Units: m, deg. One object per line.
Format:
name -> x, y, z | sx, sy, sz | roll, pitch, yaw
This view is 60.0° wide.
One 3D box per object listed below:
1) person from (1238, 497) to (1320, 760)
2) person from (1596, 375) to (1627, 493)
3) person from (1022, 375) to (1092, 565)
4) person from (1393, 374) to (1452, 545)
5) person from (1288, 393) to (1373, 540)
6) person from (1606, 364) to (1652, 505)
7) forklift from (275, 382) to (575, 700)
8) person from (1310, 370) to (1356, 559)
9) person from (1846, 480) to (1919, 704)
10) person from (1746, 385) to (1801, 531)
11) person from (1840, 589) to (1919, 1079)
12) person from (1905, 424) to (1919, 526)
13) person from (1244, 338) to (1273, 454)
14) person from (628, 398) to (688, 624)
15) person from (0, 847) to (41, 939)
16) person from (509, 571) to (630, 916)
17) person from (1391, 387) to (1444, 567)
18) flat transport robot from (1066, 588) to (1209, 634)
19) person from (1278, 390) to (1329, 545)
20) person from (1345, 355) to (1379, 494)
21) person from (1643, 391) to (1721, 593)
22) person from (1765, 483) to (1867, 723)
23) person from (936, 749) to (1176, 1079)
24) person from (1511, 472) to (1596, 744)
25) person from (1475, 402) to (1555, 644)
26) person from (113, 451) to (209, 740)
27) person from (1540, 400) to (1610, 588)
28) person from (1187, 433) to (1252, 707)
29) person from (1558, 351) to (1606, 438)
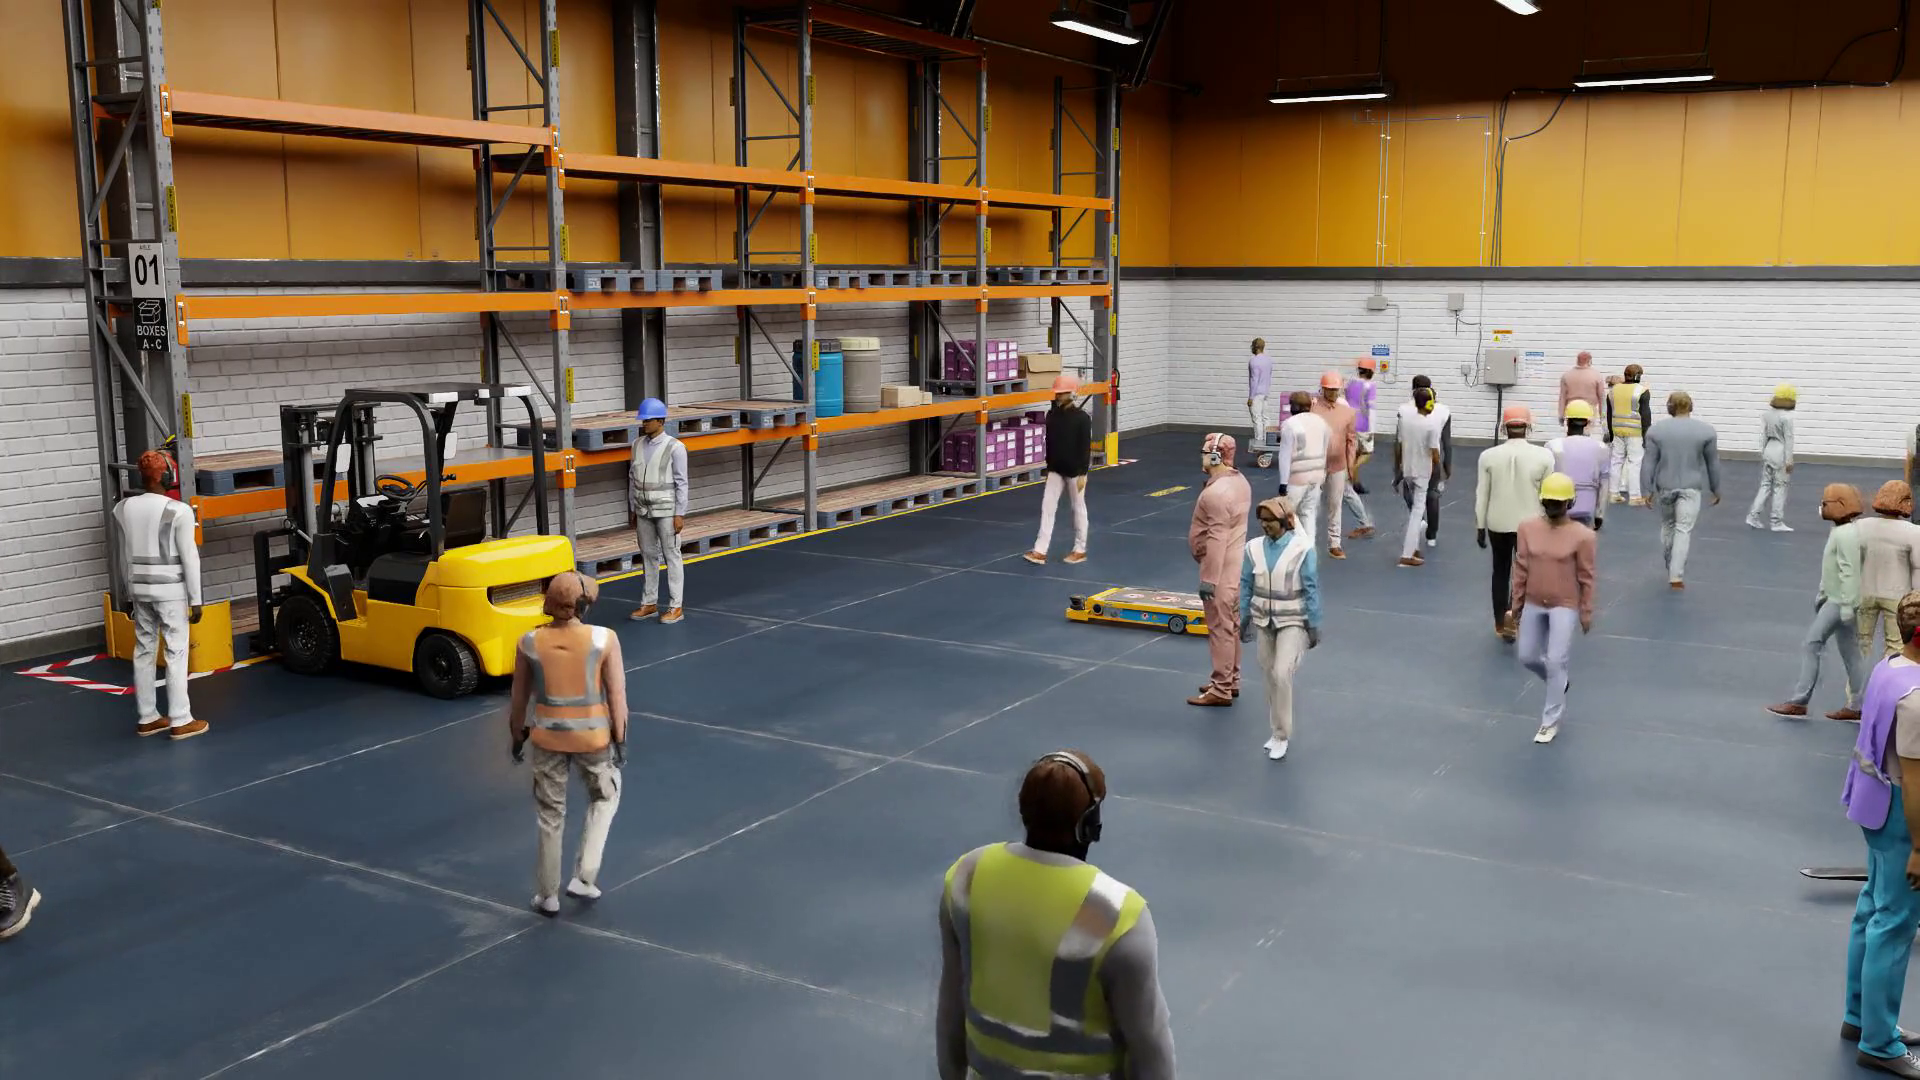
person -> 1.946, 0.547, 10.361 | 0.526, 1.613, 0.603 | 8, 12, 41
person -> 8.944, -1.469, 22.951 | 0.543, 1.608, 0.711 | -6, 11, -31
person -> 1.008, -0.698, 17.060 | 0.647, 1.960, 0.905 | 8, 12, 41
person -> 5.101, -0.861, 18.276 | 0.632, 1.905, 0.561 | 0, 9, 2
person -> 4.224, -0.926, 18.756 | 1.004, 1.897, 0.636 | -2, 9, -12
person -> 8.728, -1.372, 21.666 | 0.429, 1.843, 0.622 | -6, 11, -32
forklift -> -3.974, -0.067, 12.417 | 2.313, 2.155, 1.214 | 5, 11, 30
person -> 3.866, -0.787, 17.526 | 0.612, 1.996, 0.376 | -1, 9, -5
person -> 6.232, 0.405, 11.213 | 0.267, 1.632, 0.509 | -8, 12, -40
person -> 9.531, -0.945, 19.456 | 0.472, 1.727, 0.551 | -1, 9, -8
person -> 3.557, 1.087, 6.296 | 0.390, 1.847, 0.562 | 3, 10, 19
person -> 9.776, -0.562, 16.719 | 0.523, 1.810, 0.924 | 6, 11, 35
person -> 5.004, -2.414, 27.864 | 0.352, 1.937, 0.635 | 7, 11, 36
person -> -2.614, -0.255, 14.355 | 0.605, 1.948, 0.391 | 5, 10, 29
person -> -4.662, 0.852, 7.496 | 0.786, 1.947, 0.510 | 4, 10, 26
person -> -1.837, 0.953, 7.796 | 0.600, 1.630, 0.370 | 0, 9, 1
person -> 4.770, -0.649, 17.119 | 0.650, 1.842, 0.564 | -6, 11, -33
flat transport robot -> 1.693, 0.593, 14.281 | 1.431, 0.197, 0.652 | 5, 11, 30
person -> 3.494, -0.617, 17.026 | 0.665, 1.821, 0.442 | -6, 11, -35
person -> 5.356, -1.535, 22.477 | 0.601, 1.916, 0.565 | -6, 11, -32
person -> 6.910, -0.479, 15.926 | 0.660, 1.882, 1.002 | 6, 11, 33
person -> 5.785, 0.422, 11.161 | 0.721, 1.603, 0.538 | 5, 10, 28
person -> 0.280, 1.423, 4.363 | 0.648, 1.790, 0.985 | 8, 12, 40
person -> 3.867, 0.413, 10.788 | 0.526, 1.744, 0.572 | 9, 13, 44
person -> 4.493, -0.130, 13.521 | 0.625, 1.968, 0.801 | 5, 10, 28
person -> -5.170, 0.358, 10.772 | 0.568, 1.878, 0.350 | 2, 9, 13
person -> 5.376, -0.282, 14.644 | 0.608, 1.906, 0.513 | 0, 9, 2
person -> 1.791, 0.206, 11.605 | 0.401, 1.910, 0.641 | 4, 10, 24
person -> 9.286, -1.878, 24.793 | 0.639, 1.856, 1.014 | 9, 13, 43
